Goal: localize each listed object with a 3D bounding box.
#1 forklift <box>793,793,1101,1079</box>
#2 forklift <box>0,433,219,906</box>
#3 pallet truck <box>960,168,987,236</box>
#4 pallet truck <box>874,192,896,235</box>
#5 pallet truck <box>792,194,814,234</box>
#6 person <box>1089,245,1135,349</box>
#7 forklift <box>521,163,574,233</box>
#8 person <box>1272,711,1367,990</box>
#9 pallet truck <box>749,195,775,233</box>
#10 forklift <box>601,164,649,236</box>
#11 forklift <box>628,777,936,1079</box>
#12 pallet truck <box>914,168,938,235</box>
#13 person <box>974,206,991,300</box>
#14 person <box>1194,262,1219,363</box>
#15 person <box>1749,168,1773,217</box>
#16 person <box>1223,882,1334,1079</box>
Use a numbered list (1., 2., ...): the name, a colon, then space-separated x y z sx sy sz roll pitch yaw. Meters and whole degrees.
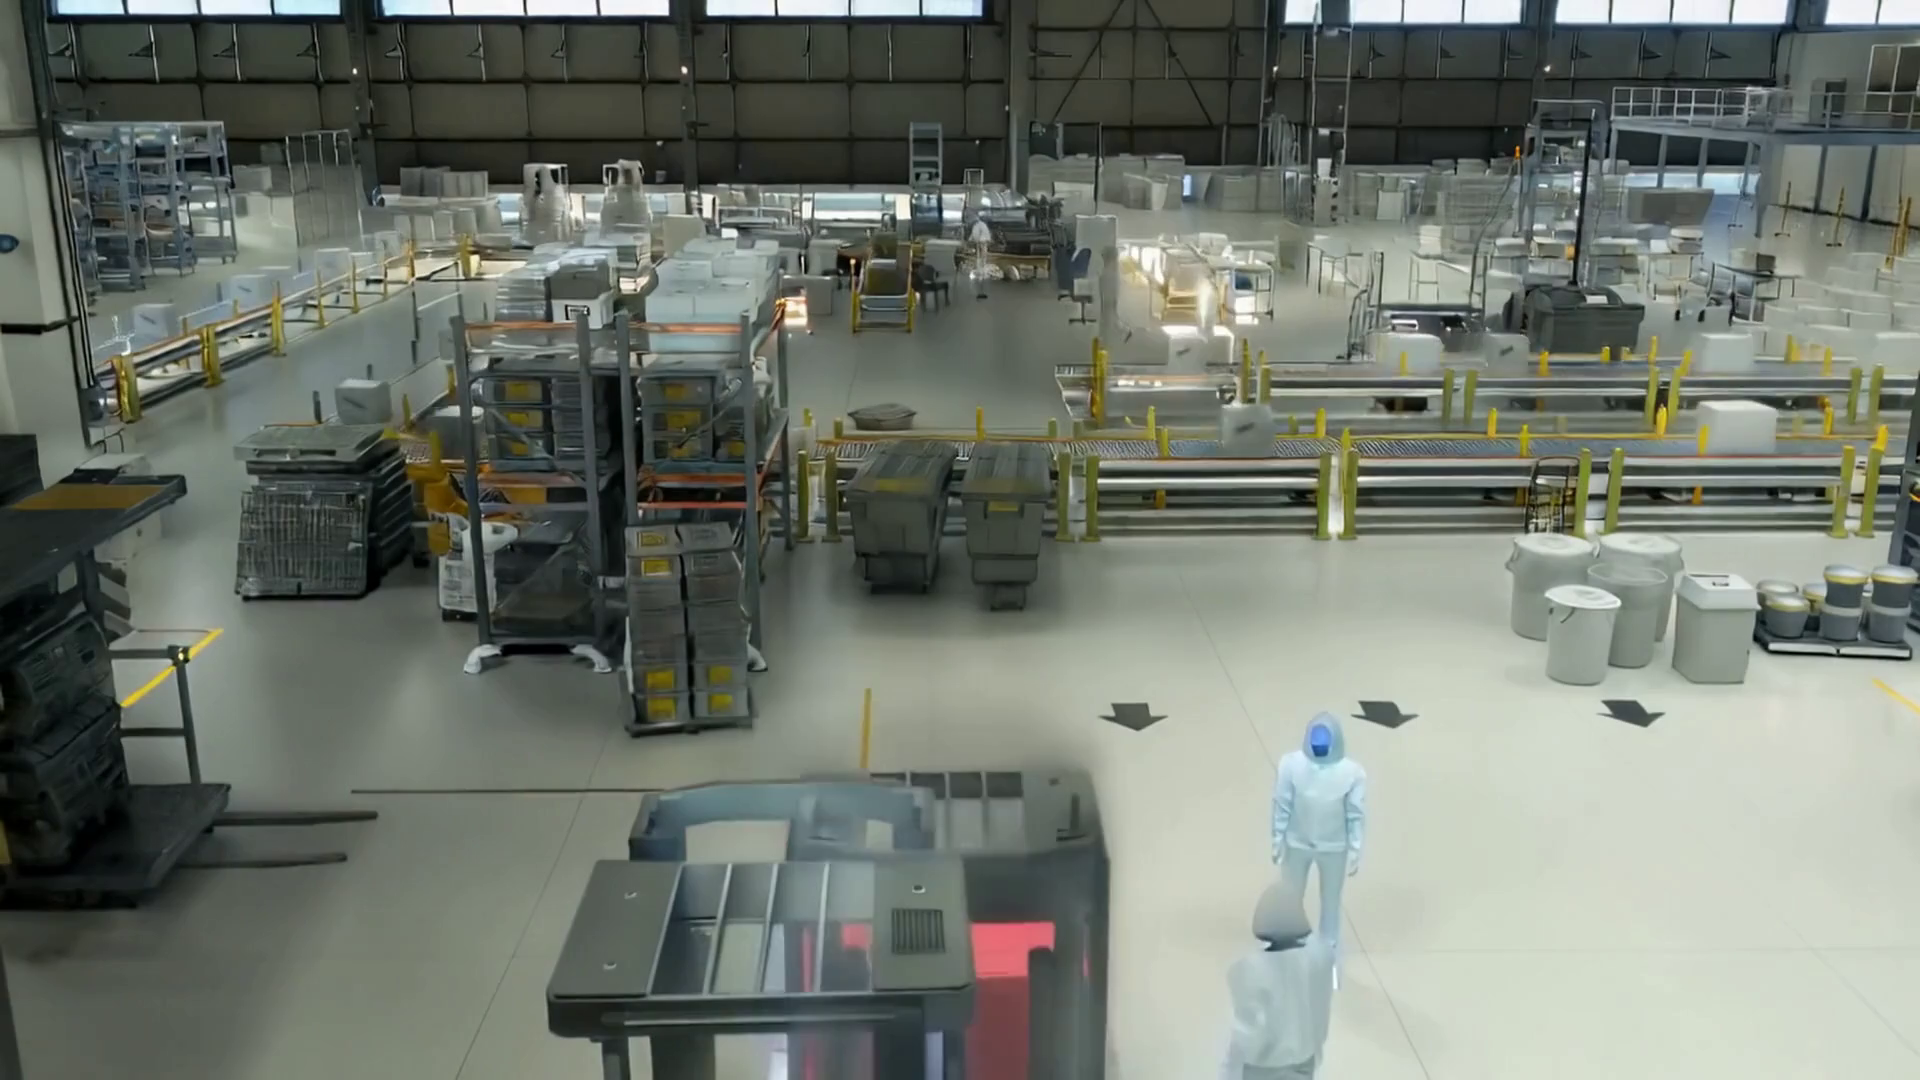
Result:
1. forklift: -0.041 2.180 5.498 1.129 2.768 1.873 0 16 -1
2. forklift: -5.952 0.780 10.366 1.873 2.768 1.129 0 16 -1
3. pallet truck: 0.383 -10.230 50.206 0.823 1.965 1.885 -1 16 -3
4. pallet truck: -2.277 -9.986 50.594 0.653 1.274 1.630 0 16 -1
5. pallet truck: -4.814 -9.883 50.259 0.704 1.261 1.522 -1 16 -3
6. person: 2.779 -4.393 30.135 0.749 1.883 0.649 1 16 4
7. forklift: -12.233 -10.122 49.298 1.157 1.987 2.680 0 16 -1
8. person: 1.989 1.727 9.296 0.501 1.633 0.280 5 17 15
9. pallet truck: -6.051 -9.967 50.660 0.680 1.201 1.601 0 16 -1
10. forklift: -9.948 -10.127 49.296 1.157 1.987 2.680 -1 16 -3
11. forklift: -0.542 2.165 5.552 1.129 2.768 1.873 -1 16 -2
12. pallet truck: -0.989 -10.316 50.507 0.823 1.965 1.885 1 16 3
13. person: 0.495 -6.281 36.396 0.379 2.045 0.605 1 16 5
14. person: 4.091 -3.810 28.228 0.706 1.811 0.596 0 16 0
15. person: 27.066 -11.834 56.142 0.521 1.810 0.900 -2 16 -5
16. person: 1.399 2.281 7.366 0.504 1.632 0.287 -6 17 -19
